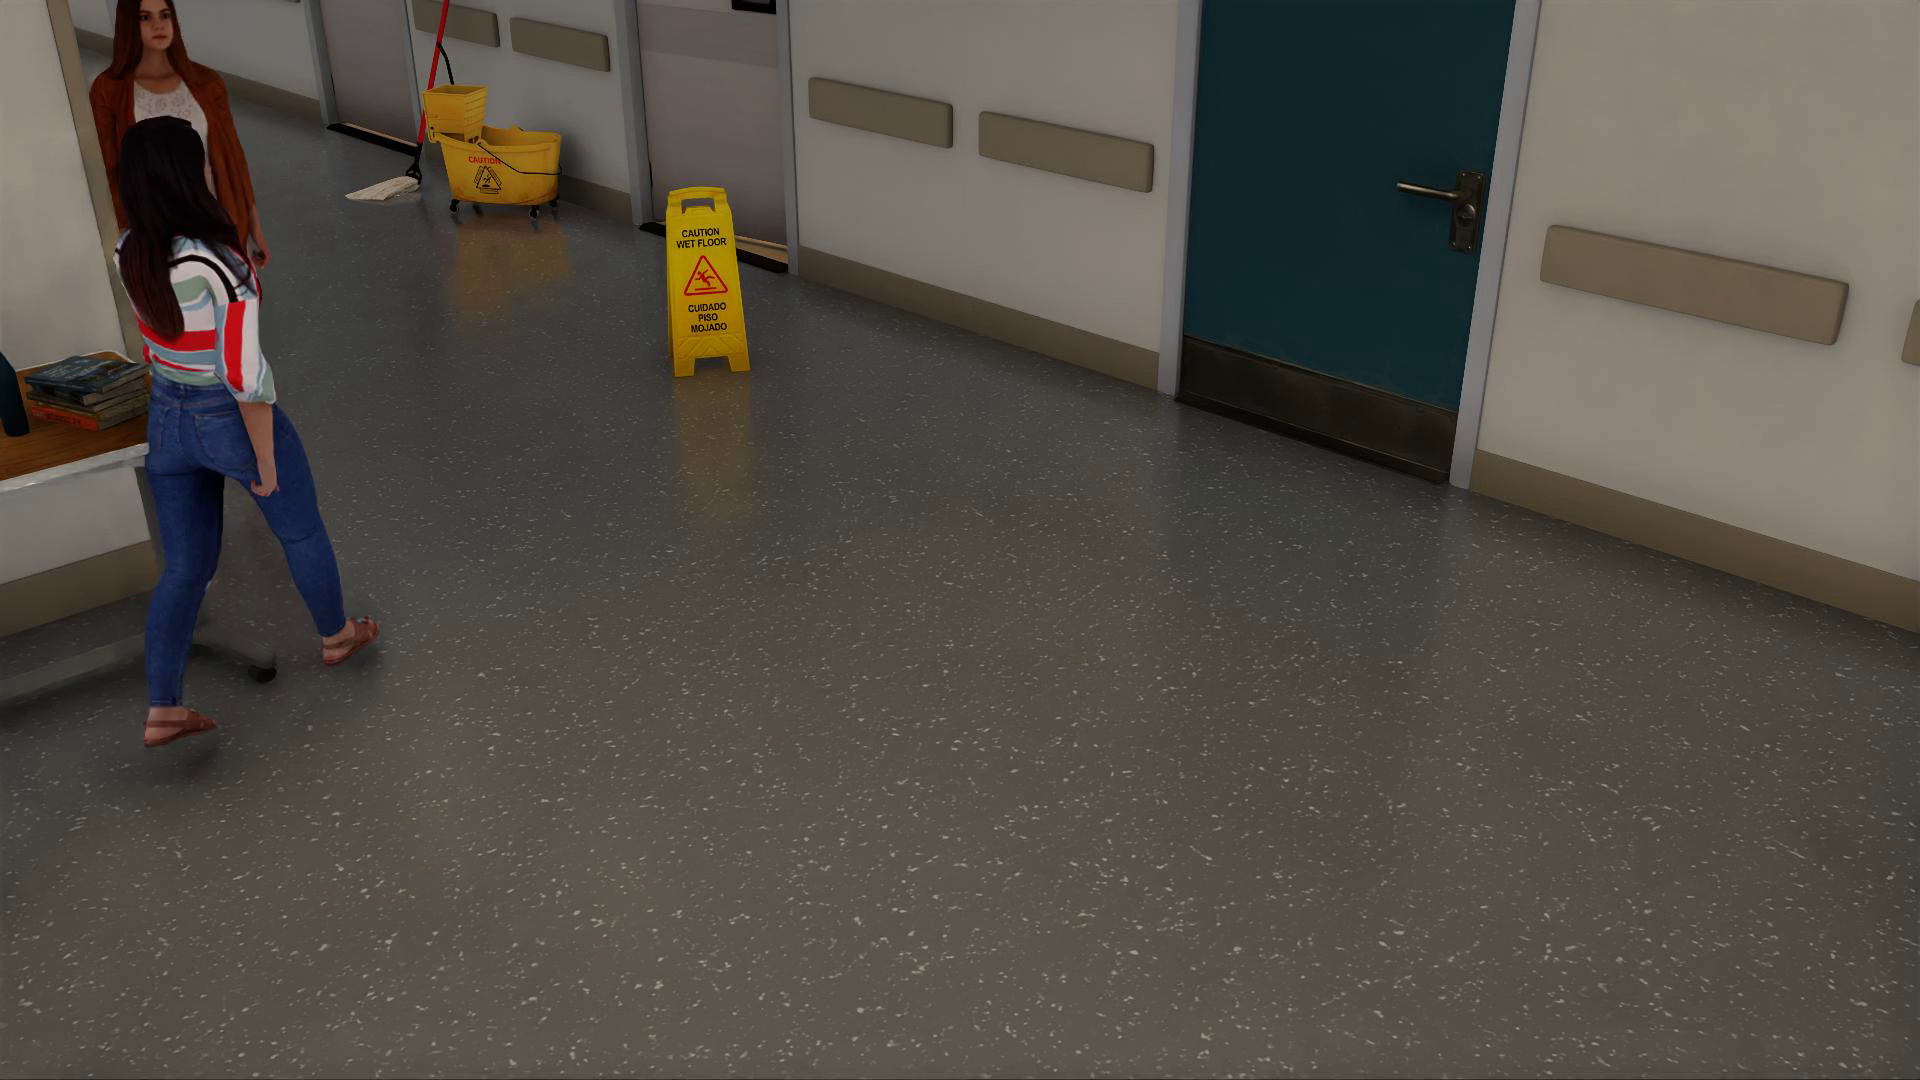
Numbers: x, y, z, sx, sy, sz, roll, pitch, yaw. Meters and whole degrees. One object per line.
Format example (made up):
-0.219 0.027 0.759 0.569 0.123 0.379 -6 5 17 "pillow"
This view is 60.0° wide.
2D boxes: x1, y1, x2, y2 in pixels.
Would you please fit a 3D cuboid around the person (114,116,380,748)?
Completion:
-1.946 -0.218 4.204 1.083 1.568 1.007 7 27 13 "person"

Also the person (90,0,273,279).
-2.716 -1.078 5.825 0.655 1.709 0.764 -19 32 -34 "person"
